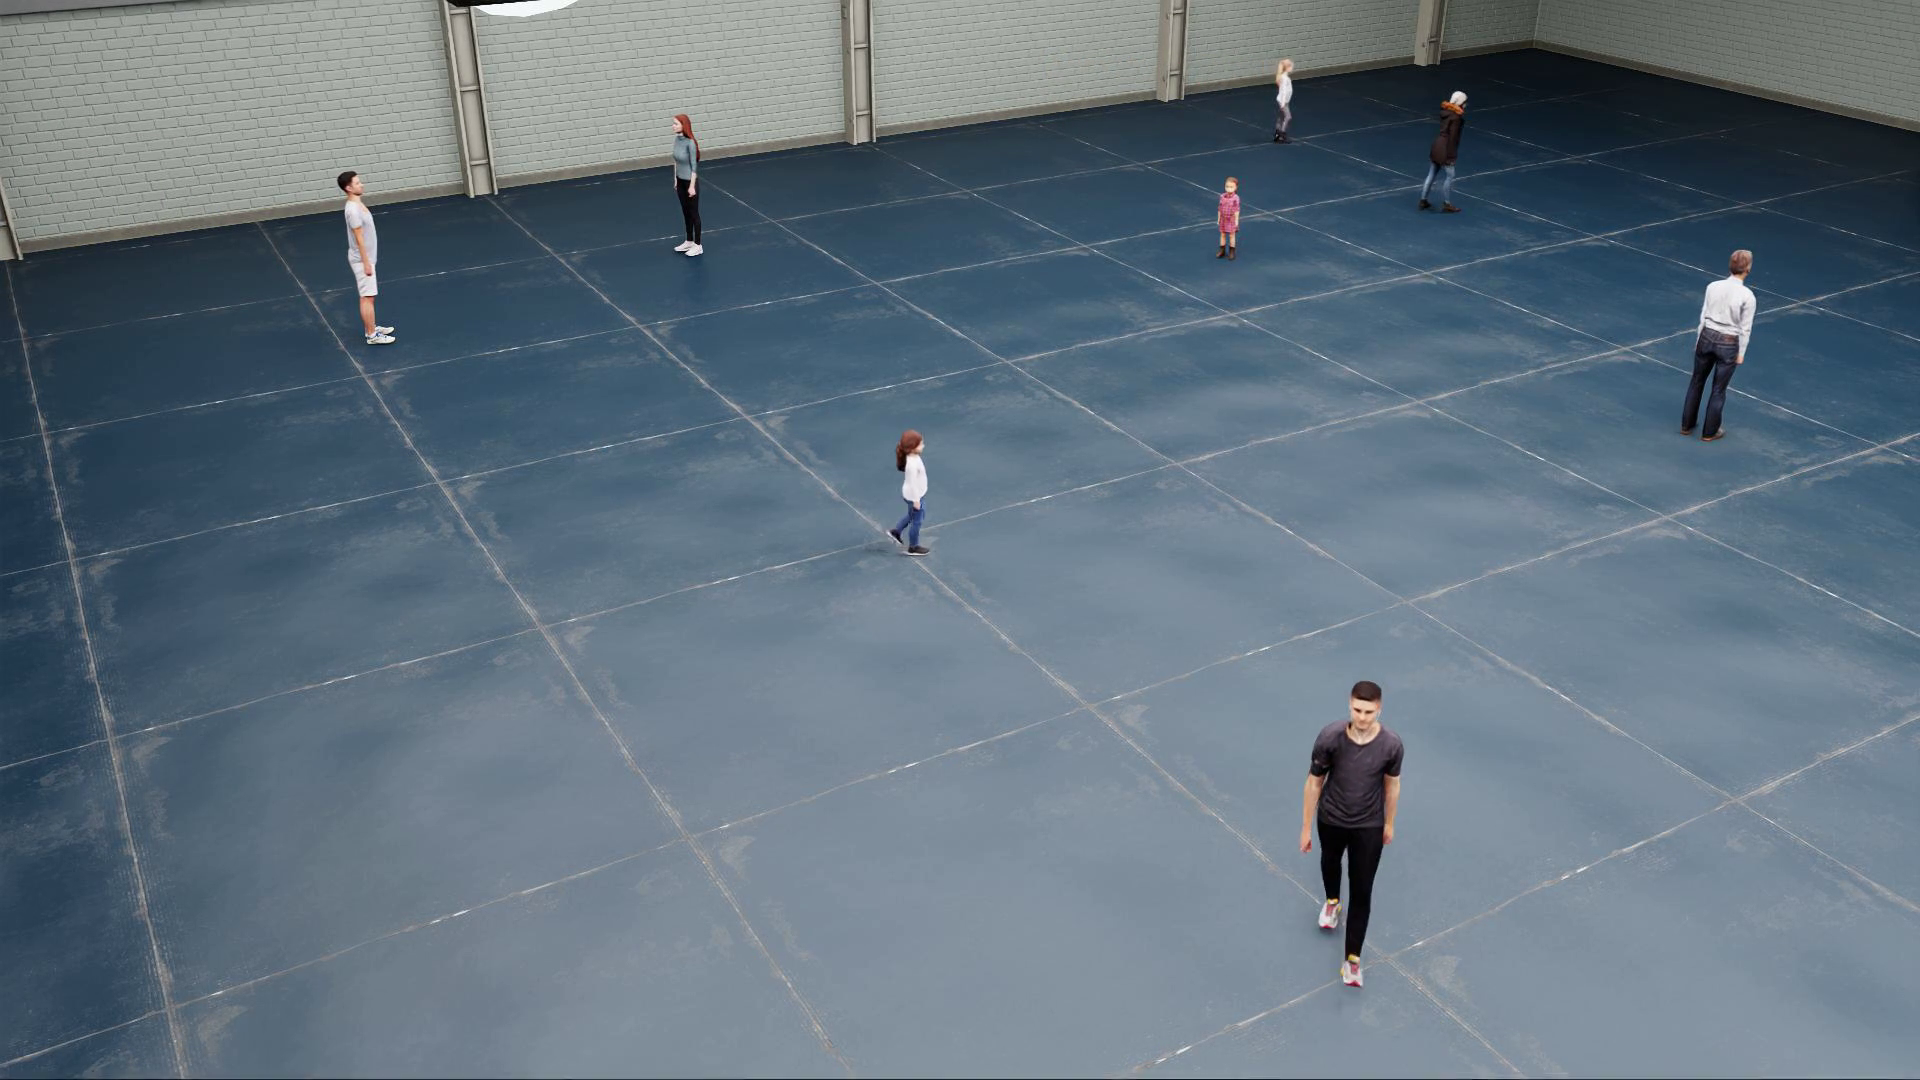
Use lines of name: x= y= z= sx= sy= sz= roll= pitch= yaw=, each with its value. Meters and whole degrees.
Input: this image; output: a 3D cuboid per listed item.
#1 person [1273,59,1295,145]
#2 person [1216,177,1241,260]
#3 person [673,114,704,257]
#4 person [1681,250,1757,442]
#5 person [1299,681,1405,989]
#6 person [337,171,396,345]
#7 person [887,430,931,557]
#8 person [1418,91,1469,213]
person: x=4.955 y=-6.794 z=25.763 sx=0.686 sy=1.273 sz=0.631 roll=4 pitch=28 yaw=8
person: x=3.333 y=-4.001 z=20.614 sx=0.502 sy=1.020 sz=0.546 roll=15 pitch=31 yaw=26
person: x=-3.379 y=-4.407 z=20.614 sx=0.584 sy=1.743 sz=0.605 roll=-20 pitch=33 yaw=-34
person: x=7.089 y=-1.829 z=15.525 sx=0.629 sy=1.818 sz=0.681 roll=-23 pitch=35 yaw=-37
person: x=2.160 y=1.494 z=9.177 sx=1.087 sy=1.722 sz=1.149 roll=7 pitch=28 yaw=13
person: x=-6.405 y=-3.033 z=17.823 sx=0.652 sy=1.855 sz=0.728 roll=-8 pitch=28 yaw=-15
person: x=-0.428 y=-0.390 z=13.513 sx=0.651 sy=1.102 sz=0.568 roll=-1 pitch=27 yaw=-3
person: x=6.458 y=-5.205 z=22.313 sx=0.886 sy=1.605 sz=0.783 roll=-4 pitch=27 yaw=-7
